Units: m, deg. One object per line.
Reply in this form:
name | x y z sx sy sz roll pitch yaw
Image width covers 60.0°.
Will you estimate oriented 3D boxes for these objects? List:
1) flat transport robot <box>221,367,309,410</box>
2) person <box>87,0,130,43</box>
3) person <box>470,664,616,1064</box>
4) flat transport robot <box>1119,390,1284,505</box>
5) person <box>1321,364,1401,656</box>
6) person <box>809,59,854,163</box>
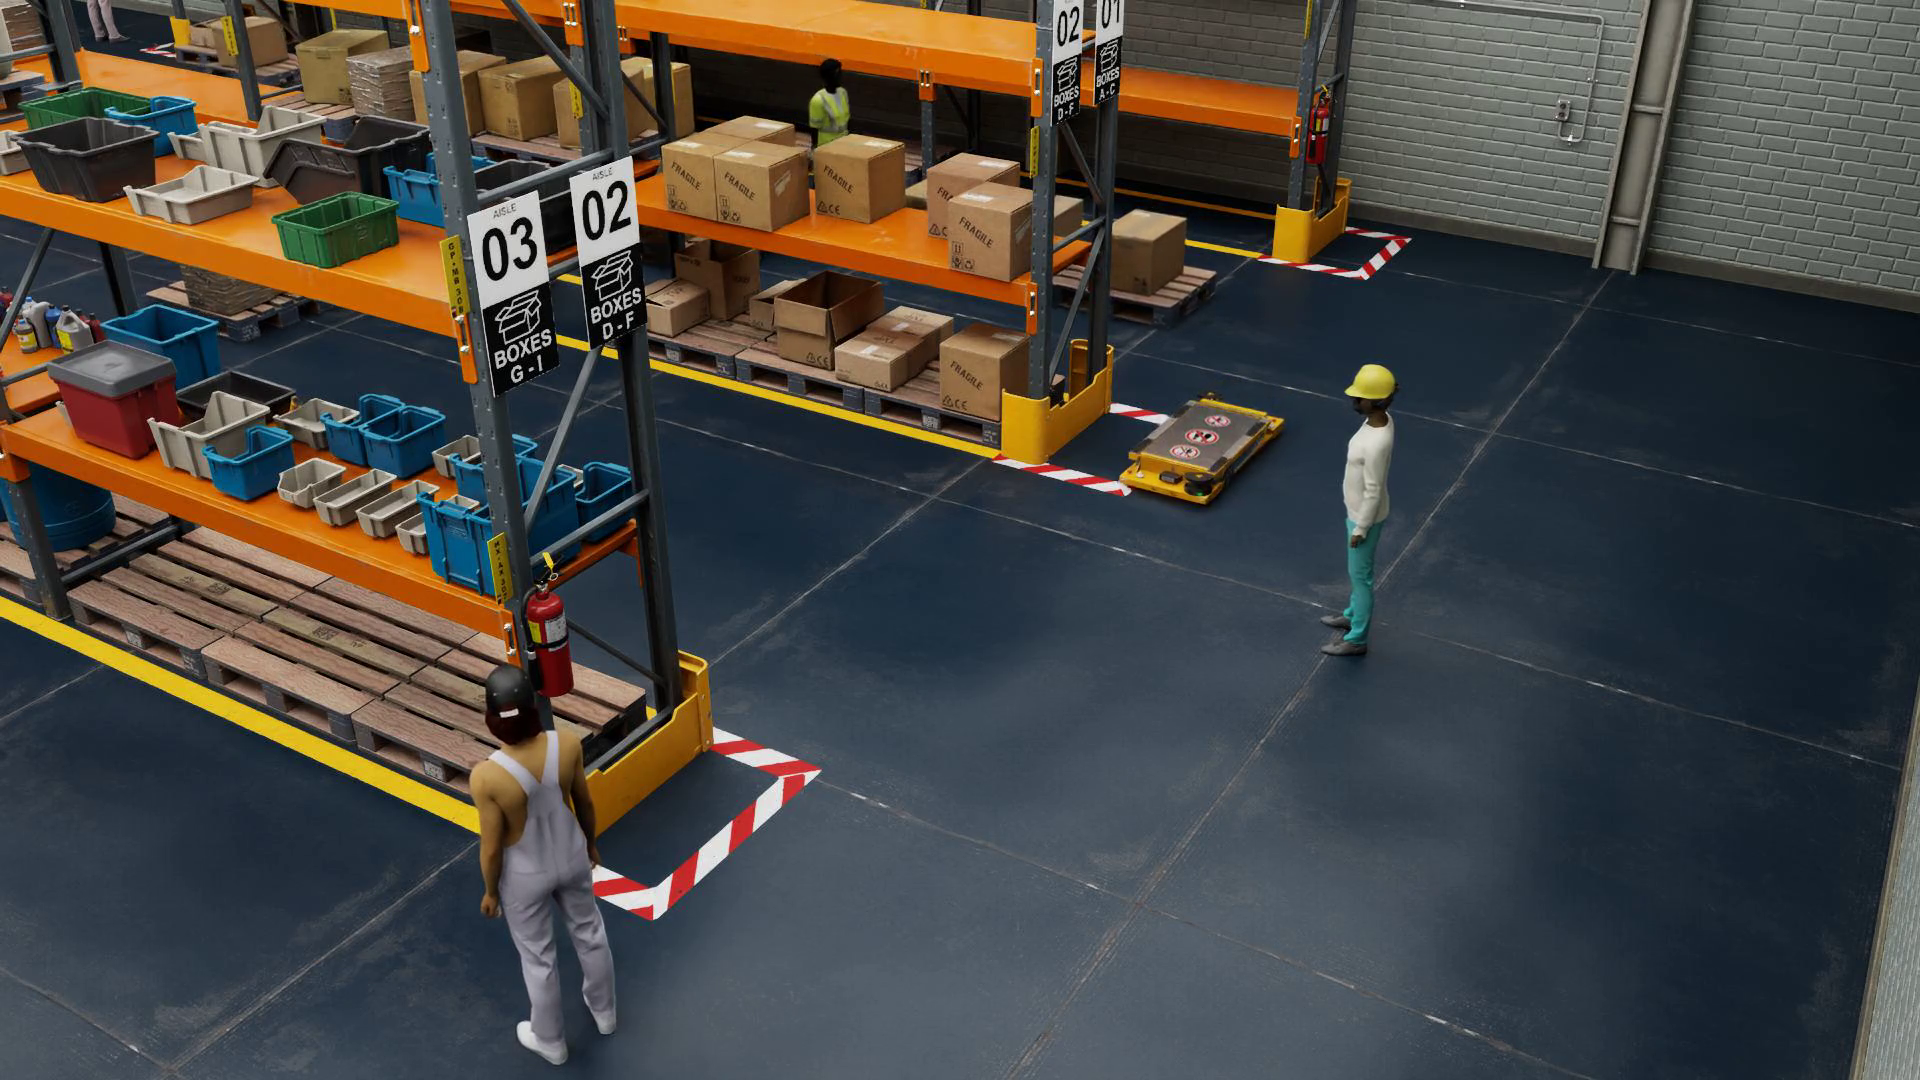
flat transport robot | -5.492 -0.978 12.388 1.431 0.231 0.659 19 34 30
person | -12.050 -7.854 23.106 0.563 1.846 0.391 11 31 20
person | -1.700 1.294 6.678 0.519 1.861 0.386 -22 36 -34
flat transport robot | 1.740 -0.672 11.839 0.659 0.231 1.431 16 33 27
person | 2.256 -0.166 9.395 0.316 1.766 0.533 6 30 11
person | -1.145 -3.774 15.971 0.842 1.648 0.551 15 32 25
